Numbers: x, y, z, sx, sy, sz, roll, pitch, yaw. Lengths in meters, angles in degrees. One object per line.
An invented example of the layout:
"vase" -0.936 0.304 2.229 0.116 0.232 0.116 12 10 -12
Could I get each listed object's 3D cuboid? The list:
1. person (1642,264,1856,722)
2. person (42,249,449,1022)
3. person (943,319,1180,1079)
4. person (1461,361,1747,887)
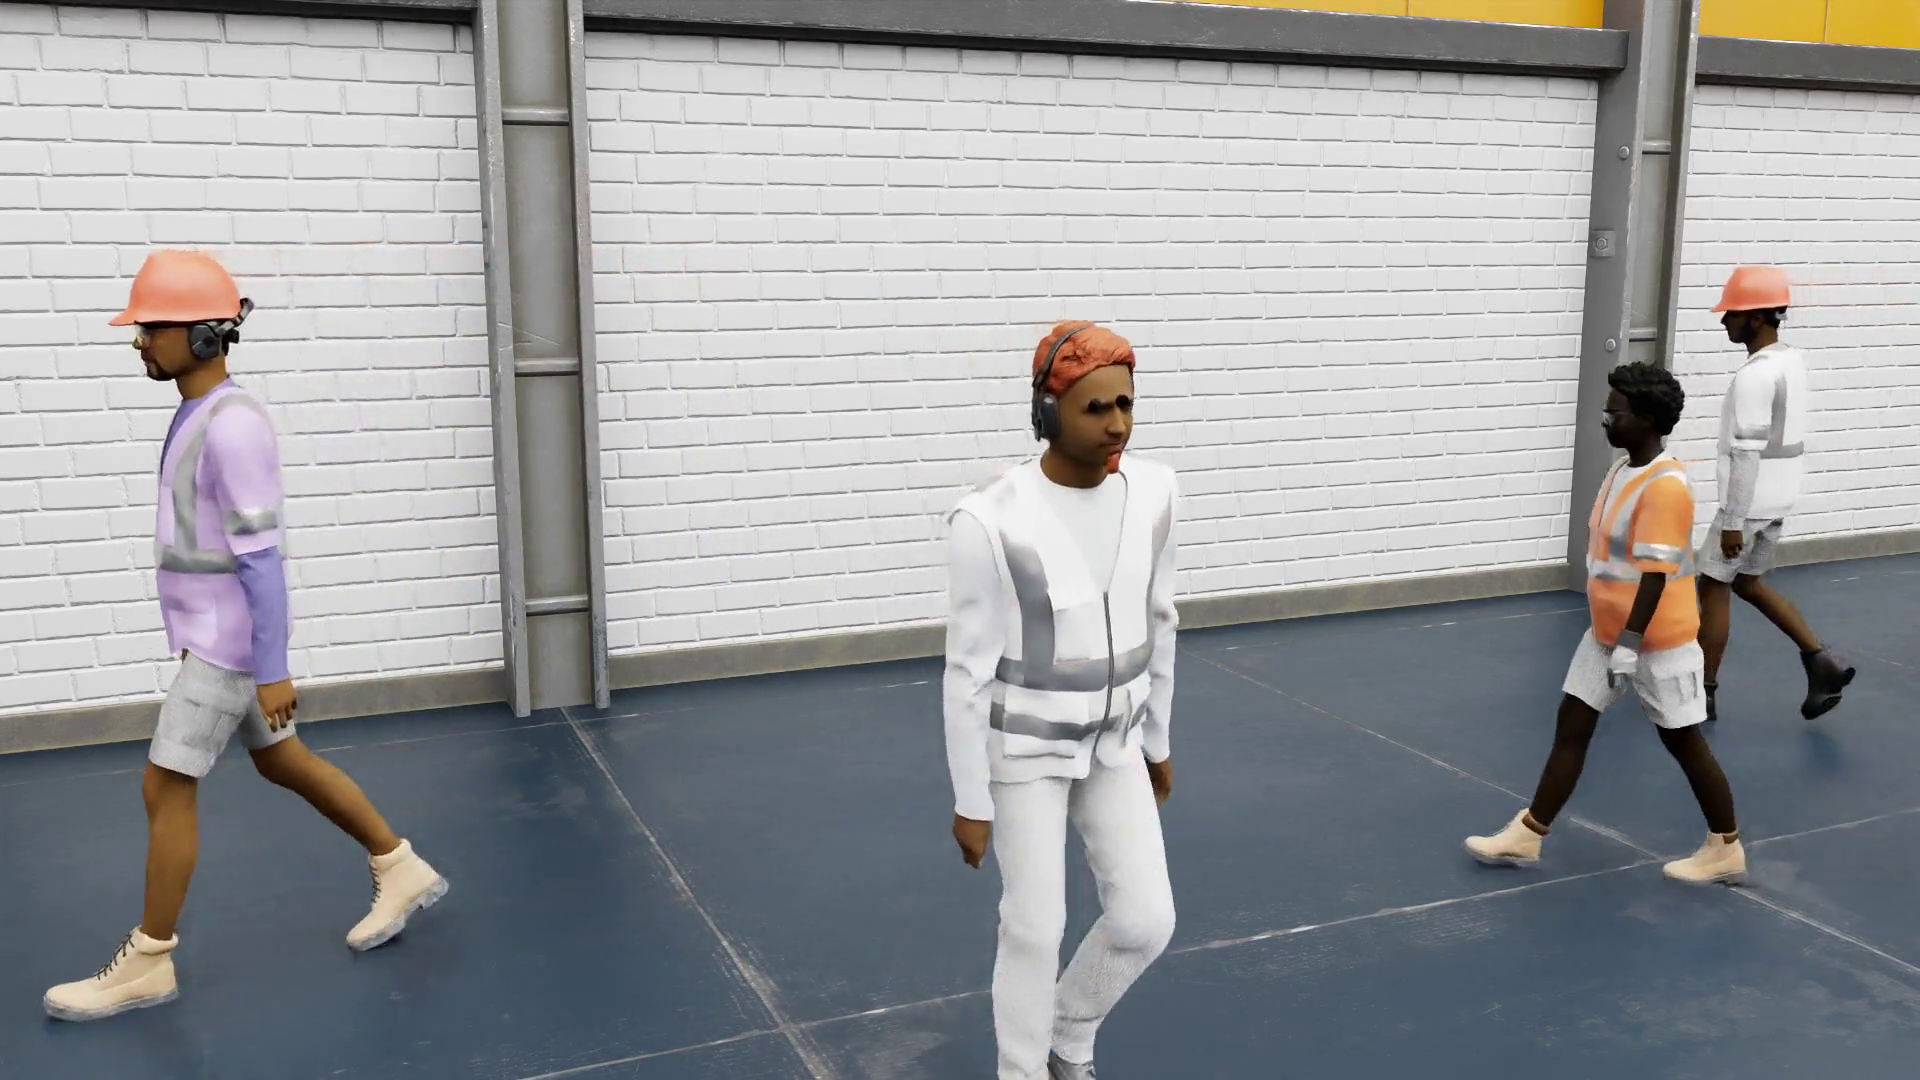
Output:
"person" 3.291 -0.166 6.840 0.721 1.919 0.590 10 14 42
"person" -1.923 0.227 4.464 1.039 2.002 0.617 -6 12 -29
"person" 0.230 0.466 3.516 0.602 1.863 0.421 -7 12 -32
"person" 2.088 0.274 5.167 0.867 1.648 0.547 1 10 4
